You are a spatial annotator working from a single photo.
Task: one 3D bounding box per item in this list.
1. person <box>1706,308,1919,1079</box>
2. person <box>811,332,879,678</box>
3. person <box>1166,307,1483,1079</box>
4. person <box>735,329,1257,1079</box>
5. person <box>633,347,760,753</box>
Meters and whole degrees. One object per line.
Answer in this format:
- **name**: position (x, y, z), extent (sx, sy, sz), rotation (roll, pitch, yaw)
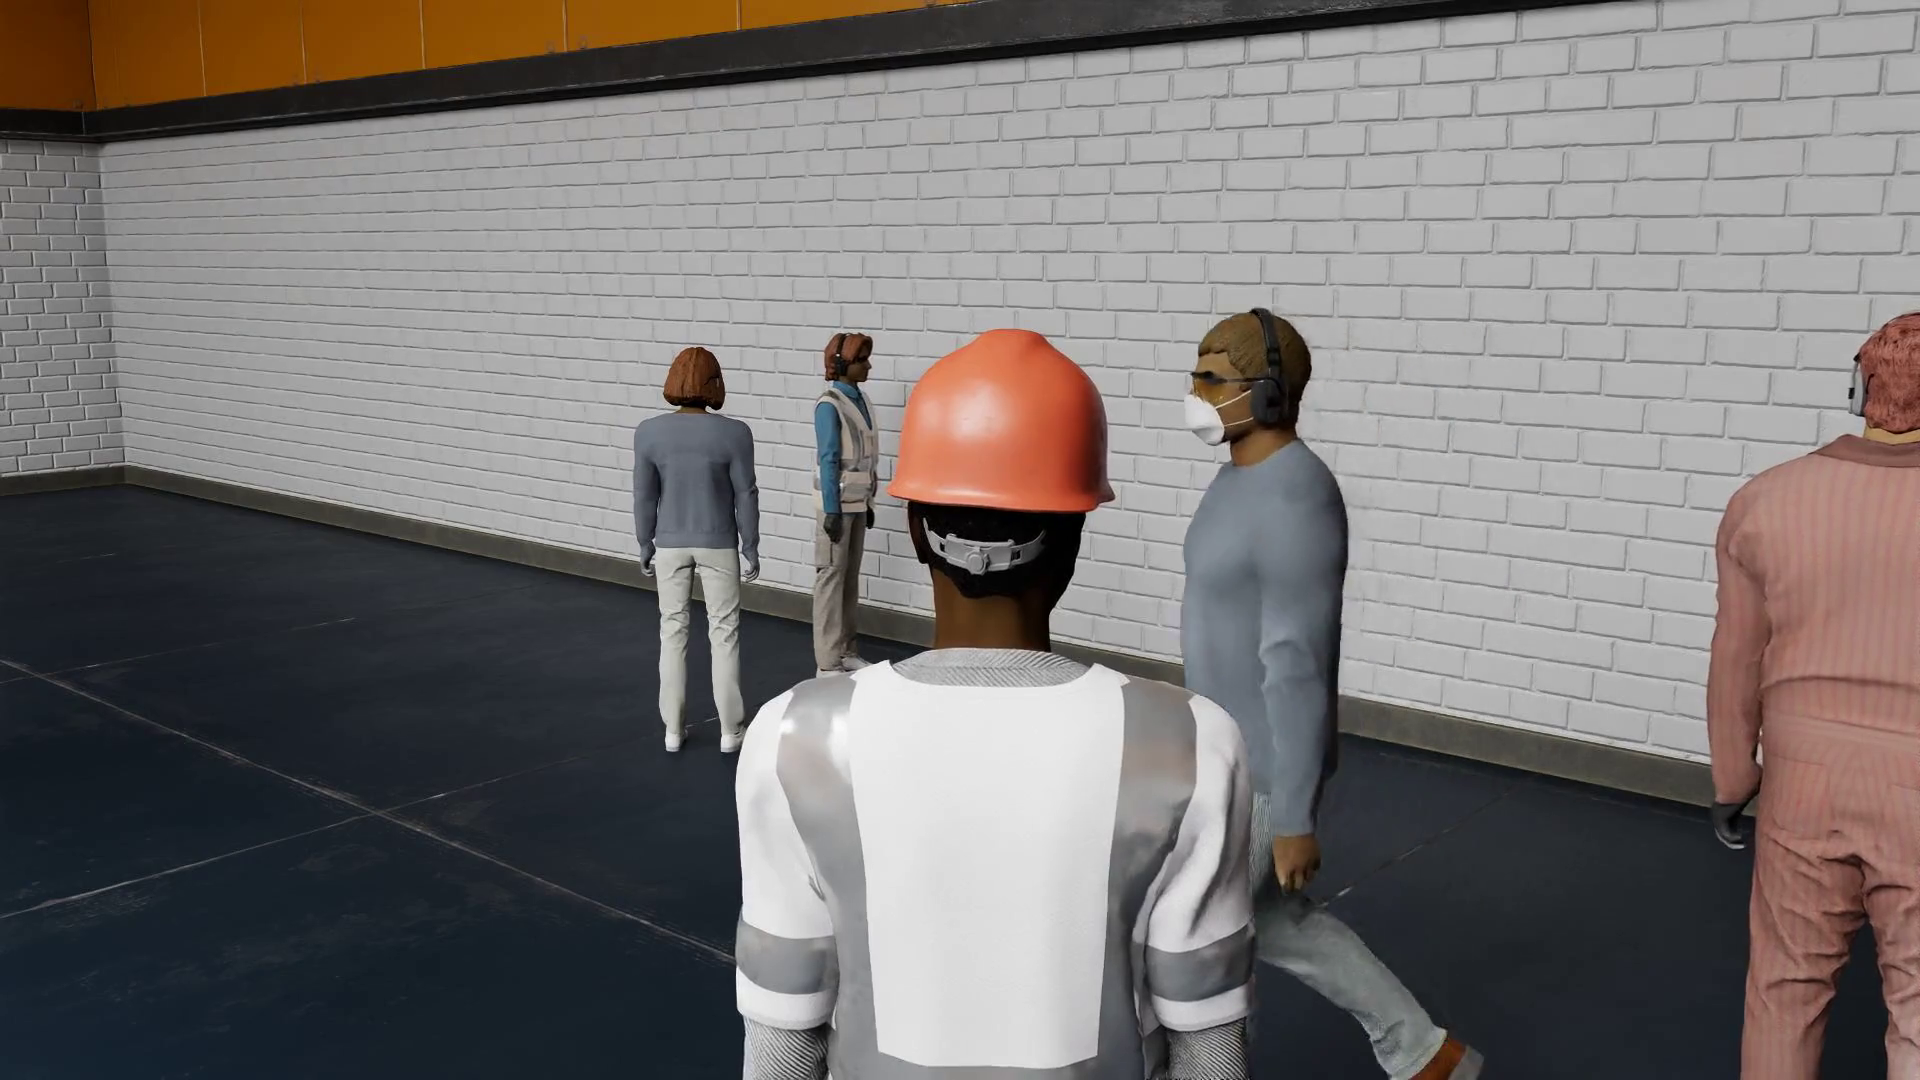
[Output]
- **person**: position (1.823, 0.504, 3.293), extent (0.642, 1.910, 0.401), rotation (9, 14, 42)
- **person**: position (-0.531, -0.144, 7.739), extent (0.315, 1.641, 0.514), rotation (3, 10, 16)
- **person**: position (0.691, 0.468, 3.504), extent (0.889, 1.914, 0.637), rotation (0, 10, 0)
- **person**: position (0.040, 0.741, 1.855), extent (0.552, 1.937, 0.356), rotation (0, 10, 3)
- **person**: position (-1.051, 0.045, 6.684), extent (0.507, 1.632, 0.267), rotation (1, 10, 6)
